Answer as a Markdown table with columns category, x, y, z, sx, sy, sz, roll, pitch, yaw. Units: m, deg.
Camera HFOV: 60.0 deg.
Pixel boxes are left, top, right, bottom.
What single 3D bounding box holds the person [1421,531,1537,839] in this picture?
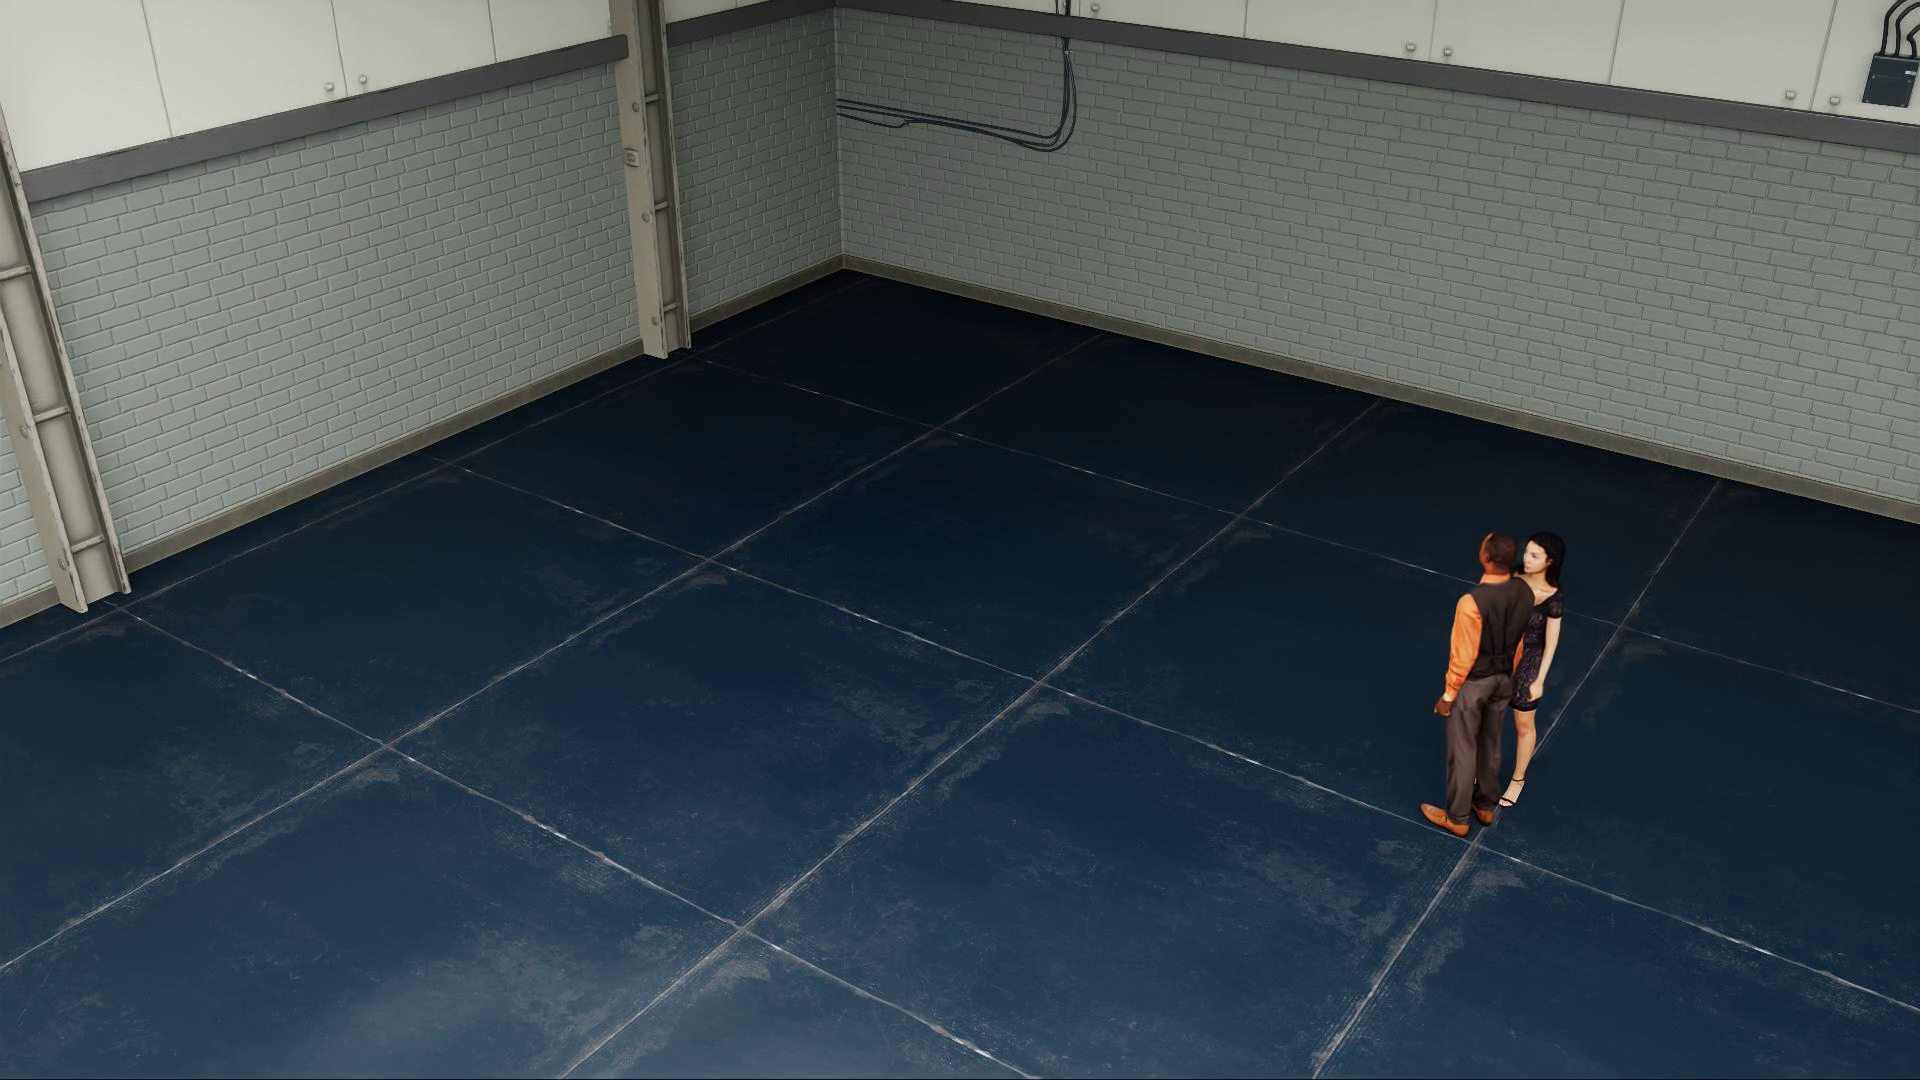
| category | x | y | z | sx | sy | sz | roll | pitch | yaw |
| --- | --- | --- | --- | --- | --- | --- | --- | --- | --- |
| person | 2.960 | 0.818 | 9.435 | 0.727 | 1.908 | 0.846 | -13 | 31 | -23 |

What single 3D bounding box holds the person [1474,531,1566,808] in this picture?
| category | x | y | z | sx | sy | sz | roll | pitch | yaw |
| --- | --- | --- | --- | --- | --- | --- | --- | --- | --- |
| person | 3.259 | 0.745 | 9.696 | 0.616 | 1.791 | 0.654 | -17 | 32 | -29 |
